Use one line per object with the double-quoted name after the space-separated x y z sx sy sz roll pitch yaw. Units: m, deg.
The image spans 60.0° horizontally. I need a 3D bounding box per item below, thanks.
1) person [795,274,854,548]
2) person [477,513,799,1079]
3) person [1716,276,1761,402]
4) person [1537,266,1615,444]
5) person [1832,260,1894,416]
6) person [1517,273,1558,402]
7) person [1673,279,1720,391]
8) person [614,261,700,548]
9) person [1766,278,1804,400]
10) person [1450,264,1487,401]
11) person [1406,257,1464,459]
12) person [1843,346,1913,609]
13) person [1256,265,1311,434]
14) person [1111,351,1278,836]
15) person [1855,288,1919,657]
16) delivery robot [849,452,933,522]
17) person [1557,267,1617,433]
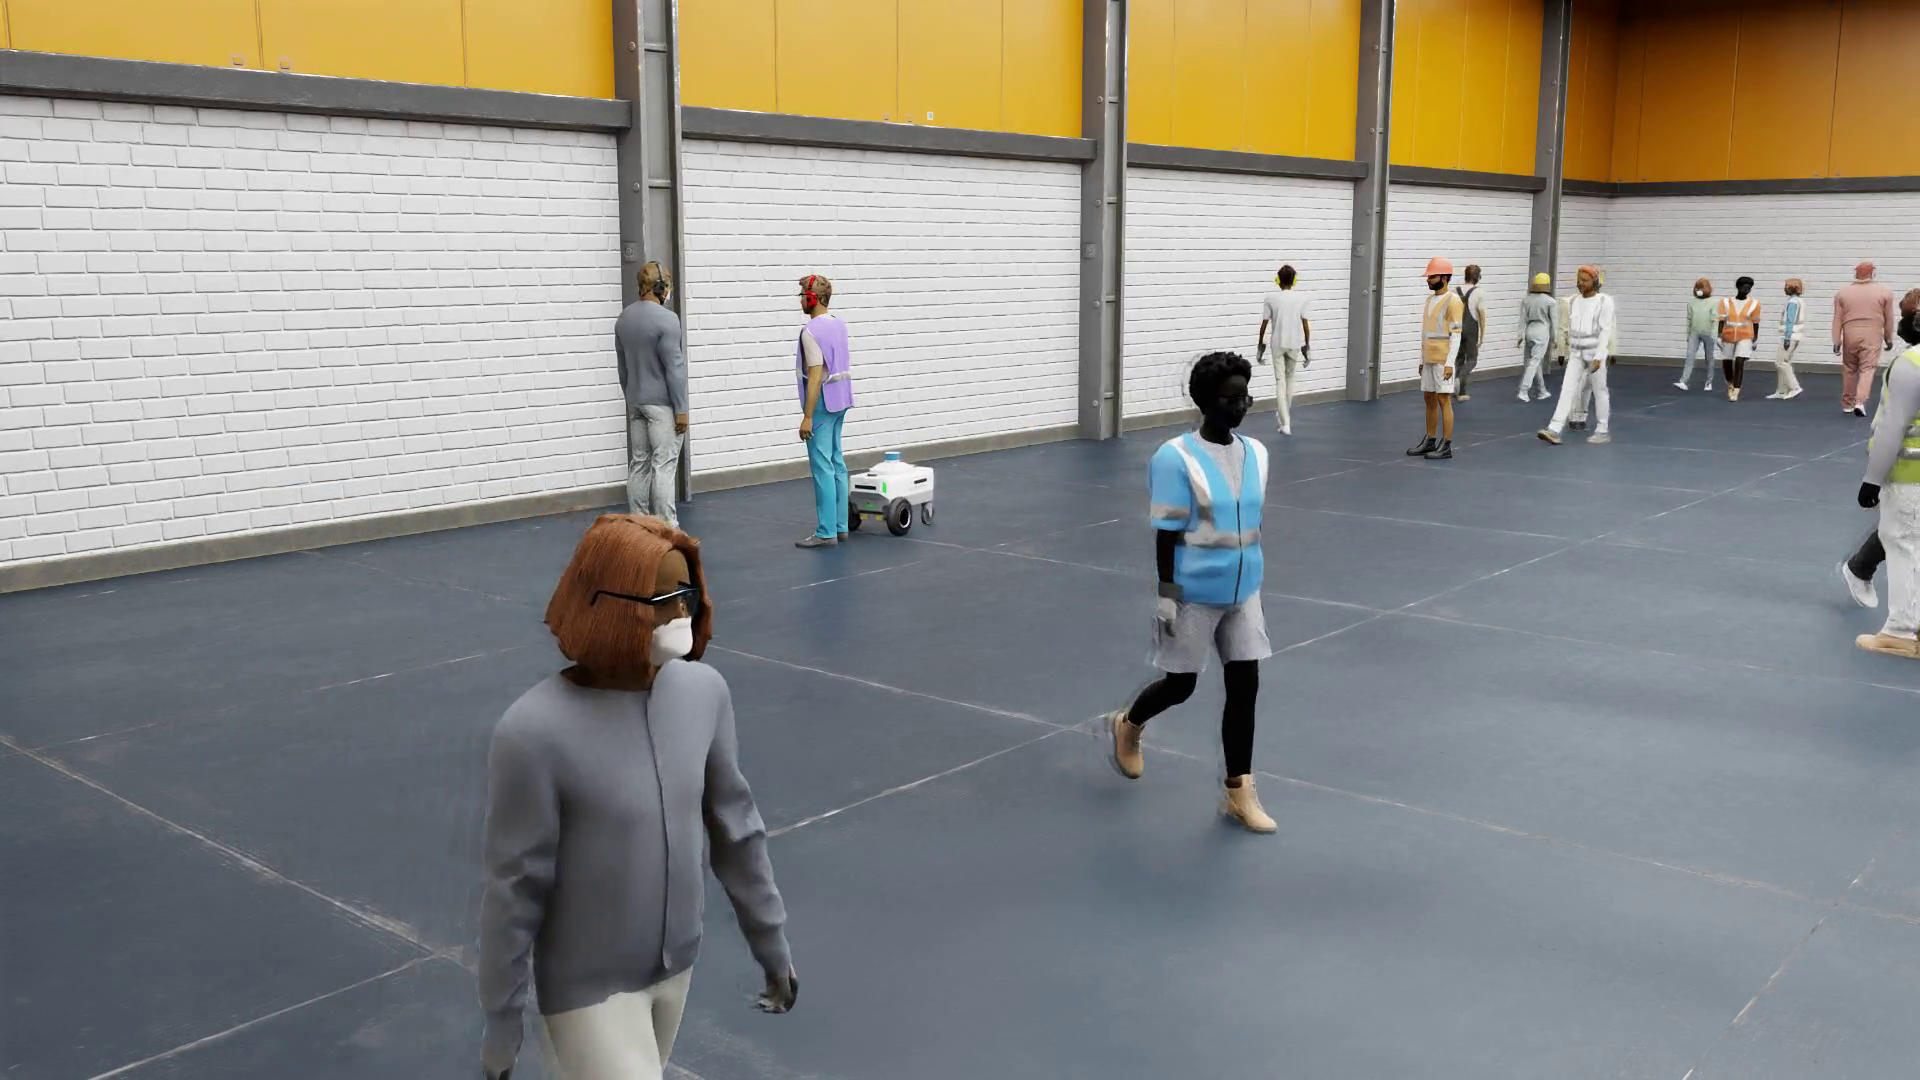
-0.914 -0.865 11.262 0.372 1.843 0.570 3 10 17 "person"
-0.473 0.750 2.759 0.831 1.587 0.530 6 12 31 "person"
10.355 -2.683 22.129 0.518 1.661 0.714 6 12 31 "person"
6.399 -1.884 17.080 0.991 1.829 0.577 -7 12 -33 "person"
10.924 -2.440 20.146 0.643 1.876 0.841 8 13 40 "person"
7.661 -2.690 22.066 0.911 1.701 0.501 -9 13 -41 "person"
10.451 -2.883 23.463 0.866 1.577 0.525 -9 13 -41 "person"
-2.038 -0.887 11.131 0.630 1.938 0.372 9 13 41 "person"
11.042 -2.676 22.178 0.379 1.636 0.535 7 12 33 "person"
6.603 -2.703 21.818 0.534 1.826 0.635 9 13 41 "person"
4.584 -1.746 16.014 0.358 1.938 0.548 -3 10 -18 "person"
5.247 -0.465 8.954 0.586 1.862 0.909 -2 10 -11 "person"
3.559 -2.111 18.398 0.557 1.825 0.931 0 10 -2 "person"
0.847 0.159 5.901 0.538 1.679 0.703 -6 11 -30 "person"
4.713 -0.325 8.221 0.641 1.828 0.438 -7 12 -36 "person"
-0.489 -0.392 11.975 0.477 0.478 0.707 6 12 29 "delivery robot"
6.906 -2.077 18.244 0.597 1.809 0.617 -1 10 -5 "person"
